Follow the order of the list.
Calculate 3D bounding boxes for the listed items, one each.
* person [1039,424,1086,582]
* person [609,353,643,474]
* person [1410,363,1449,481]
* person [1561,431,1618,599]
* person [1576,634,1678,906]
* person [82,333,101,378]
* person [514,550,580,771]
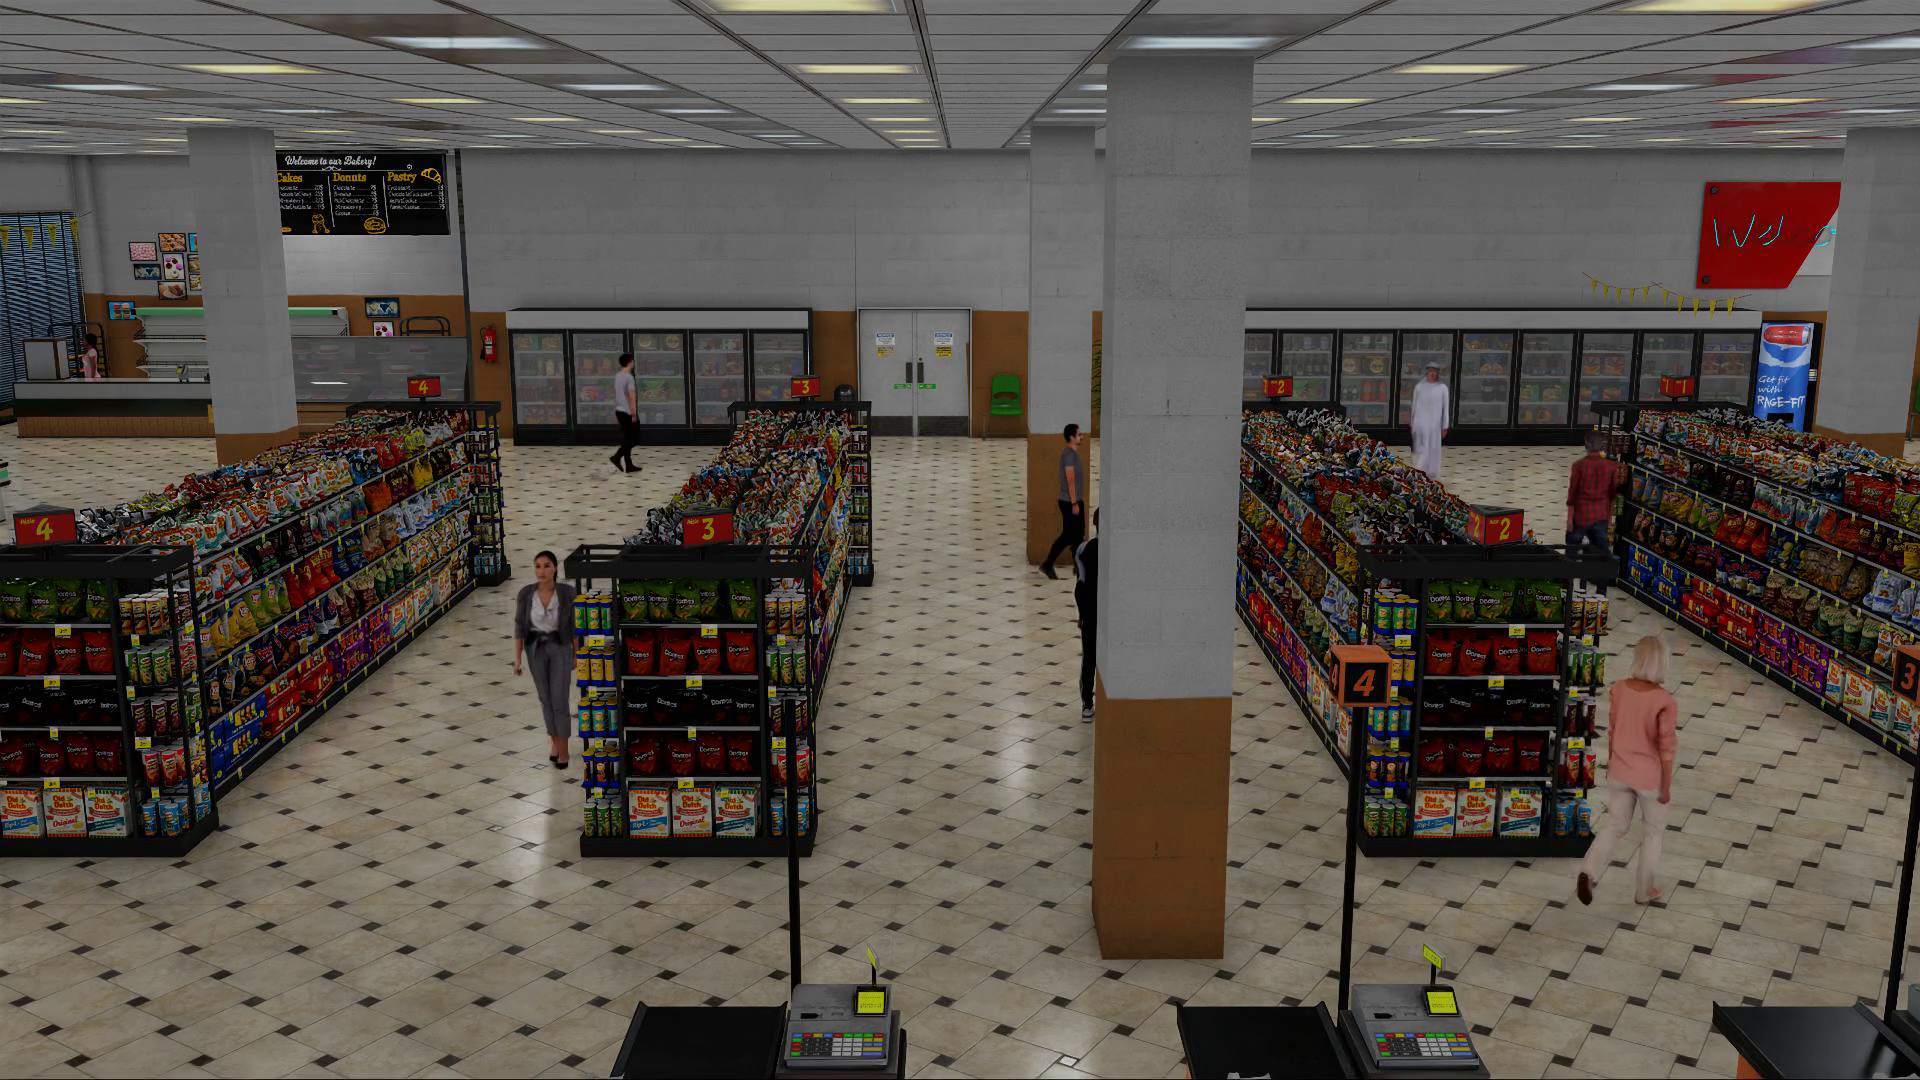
[{"bbox_3d":[1.208,-0.449,18.705,0.775,1.780,0.864,2,12,8],"label":"person"},{"bbox_3d":[-5.185,-1.919,25.517,1.010,1.851,0.959,-11,16,-41],"label":"person"},{"bbox_3d":[6.712,-1.603,23.900,0.827,1.899,1.017,4,12,16],"label":"person"},{"bbox_3d":[6.680,-0.204,17.550,0.732,1.778,1.211,0,12,2],"label":"person"},{"bbox_3d":[4.025,1.424,9.999,0.996,1.703,1.000,-8,14,-33],"label":"person"},{"bbox_3d":[-15.945,-2.936,30.610,0.714,1.742,0.585,-5,13,-24],"label":"person"},{"bbox_3d":[-3.111,0.886,12.661,0.601,1.659,0.700,0,12,1],"label":"person"}]
